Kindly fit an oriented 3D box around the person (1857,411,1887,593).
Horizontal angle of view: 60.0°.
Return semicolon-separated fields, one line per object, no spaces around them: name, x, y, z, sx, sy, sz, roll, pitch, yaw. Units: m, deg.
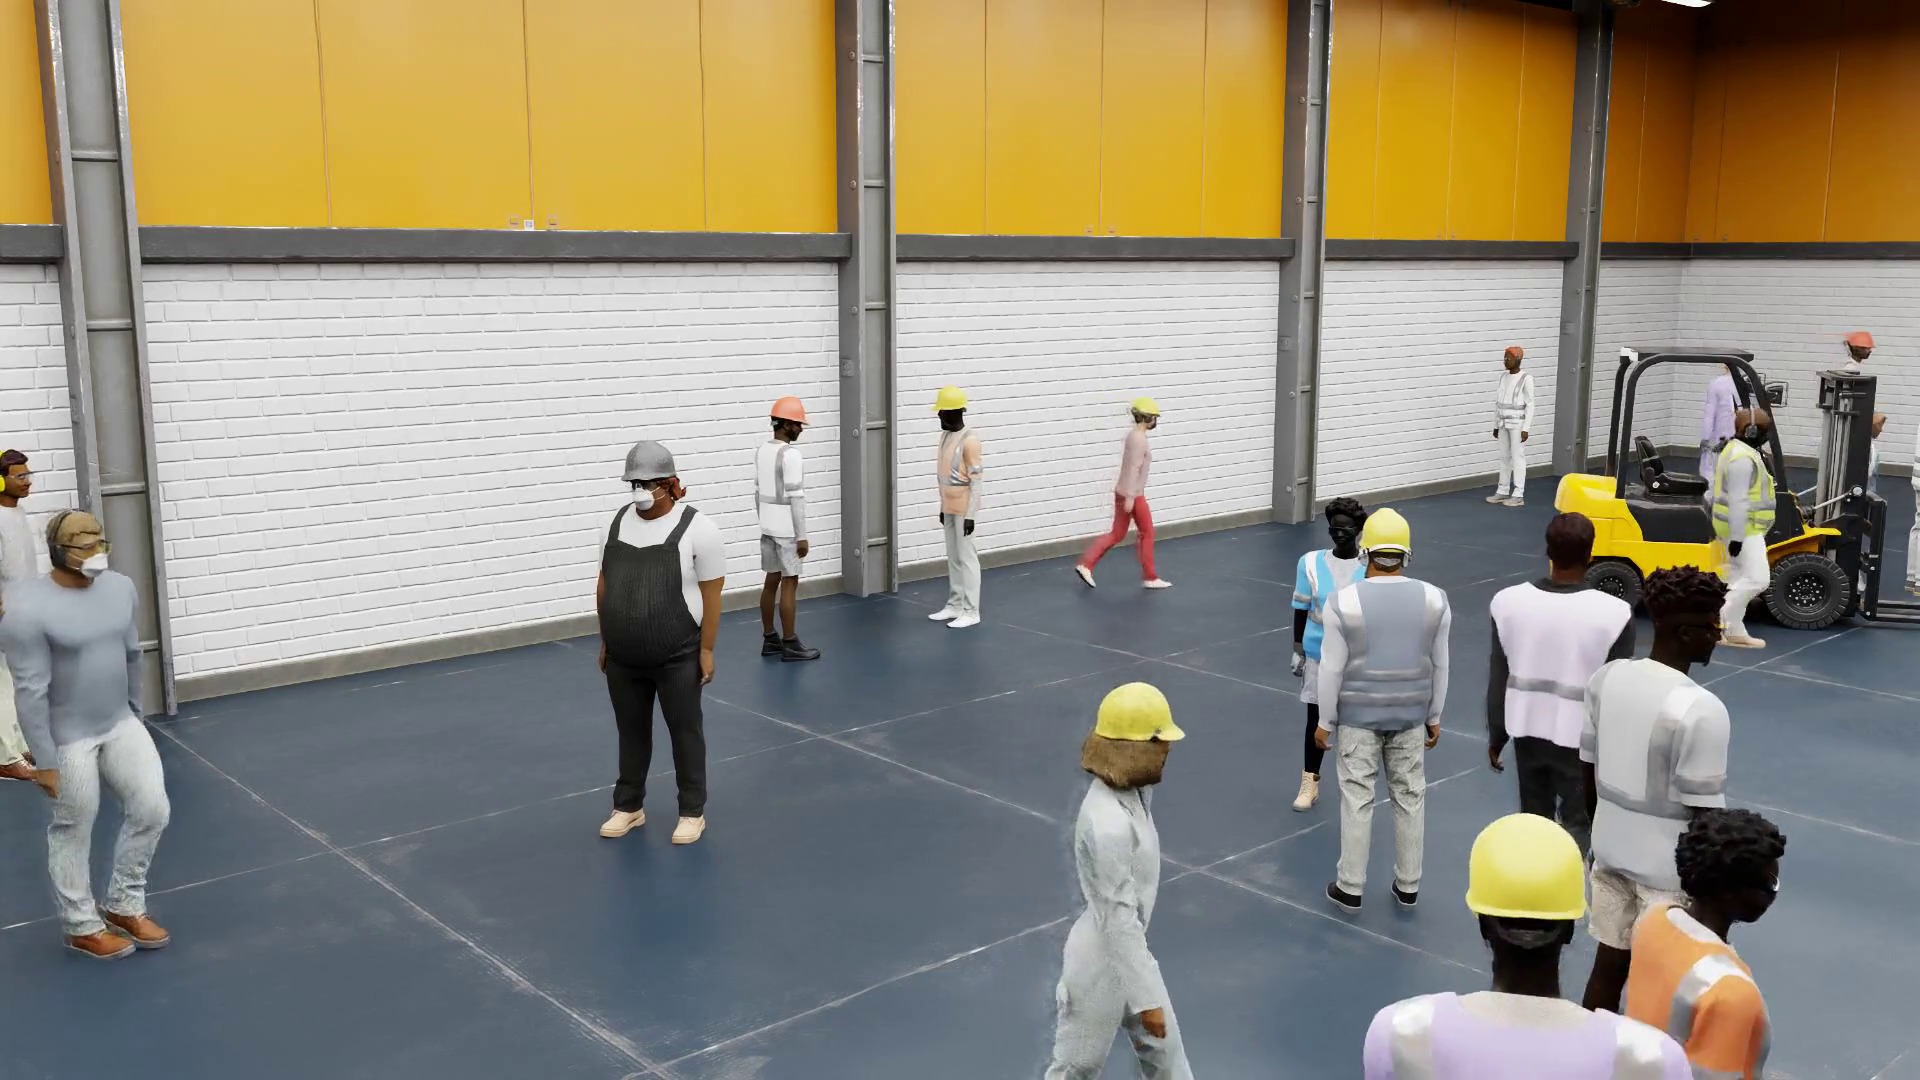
person;7.873;-0.343;14.635;0.513;1.589;0.714;-8;12;-37

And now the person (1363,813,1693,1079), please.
person;1.041;1.464;3.142;0.606;1.907;0.723;4;10;22

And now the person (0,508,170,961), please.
person;-3.553;0.822;6.865;0.542;1.921;0.660;4;10;21

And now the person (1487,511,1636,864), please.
person;2.476;0.826;6.932;0.597;1.898;0.725;7;12;36

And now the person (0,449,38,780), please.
person;-5.336;0.415;9.413;0.327;1.871;0.514;-2;10;-11

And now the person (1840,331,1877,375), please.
person;11.004;-1.552;20.494;0.445;2.027;0.605;5;11;29

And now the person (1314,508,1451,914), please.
person;1.875;0.768;7.446;0.589;1.834;0.403;-1;10;-4

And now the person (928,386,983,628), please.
person;-0.025;-0.262;13.217;0.384;1.924;0.589;-4;11;-24

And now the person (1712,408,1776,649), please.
person;5.845;-0.074;12.413;0.442;1.828;0.628;3;10;19

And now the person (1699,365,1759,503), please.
person;8.613;-1.164;18.681;0.719;1.863;0.424;-2;10;-10

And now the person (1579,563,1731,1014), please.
person;2.282;1.042;5.456;0.361;1.963;0.614;-3;10;-16

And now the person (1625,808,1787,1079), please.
person;1.762;1.441;3.968;0.512;1.672;0.531;-1;10;-4

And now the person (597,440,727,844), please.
person;-1.541;0.513;8.334;0.674;2.000;0.535;3;10;15

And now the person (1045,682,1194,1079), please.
person;0.554;1.266;4.923;0.865;1.706;0.495;2;10;13

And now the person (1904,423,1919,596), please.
person;8.448;-0.445;14.404;0.355;1.885;0.575;3;10;16

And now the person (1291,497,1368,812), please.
person;2.003;0.613;8.757;0.541;1.696;0.316;4;10;20

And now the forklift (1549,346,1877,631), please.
forklift;6.109;-0.478;13.691;2.313;2.155;1.214;3;10;16

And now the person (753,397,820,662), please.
person;-1.272;-0.079;12.138;0.384;1.927;0.544;-7;12;-37

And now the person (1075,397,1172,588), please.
person;1.448;-0.409;14.691;0.823;1.716;0.558;-1;10;-7

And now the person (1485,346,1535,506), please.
person;6.522;-1.344;19.668;0.340;1.882;0.585;-4;10;-20
